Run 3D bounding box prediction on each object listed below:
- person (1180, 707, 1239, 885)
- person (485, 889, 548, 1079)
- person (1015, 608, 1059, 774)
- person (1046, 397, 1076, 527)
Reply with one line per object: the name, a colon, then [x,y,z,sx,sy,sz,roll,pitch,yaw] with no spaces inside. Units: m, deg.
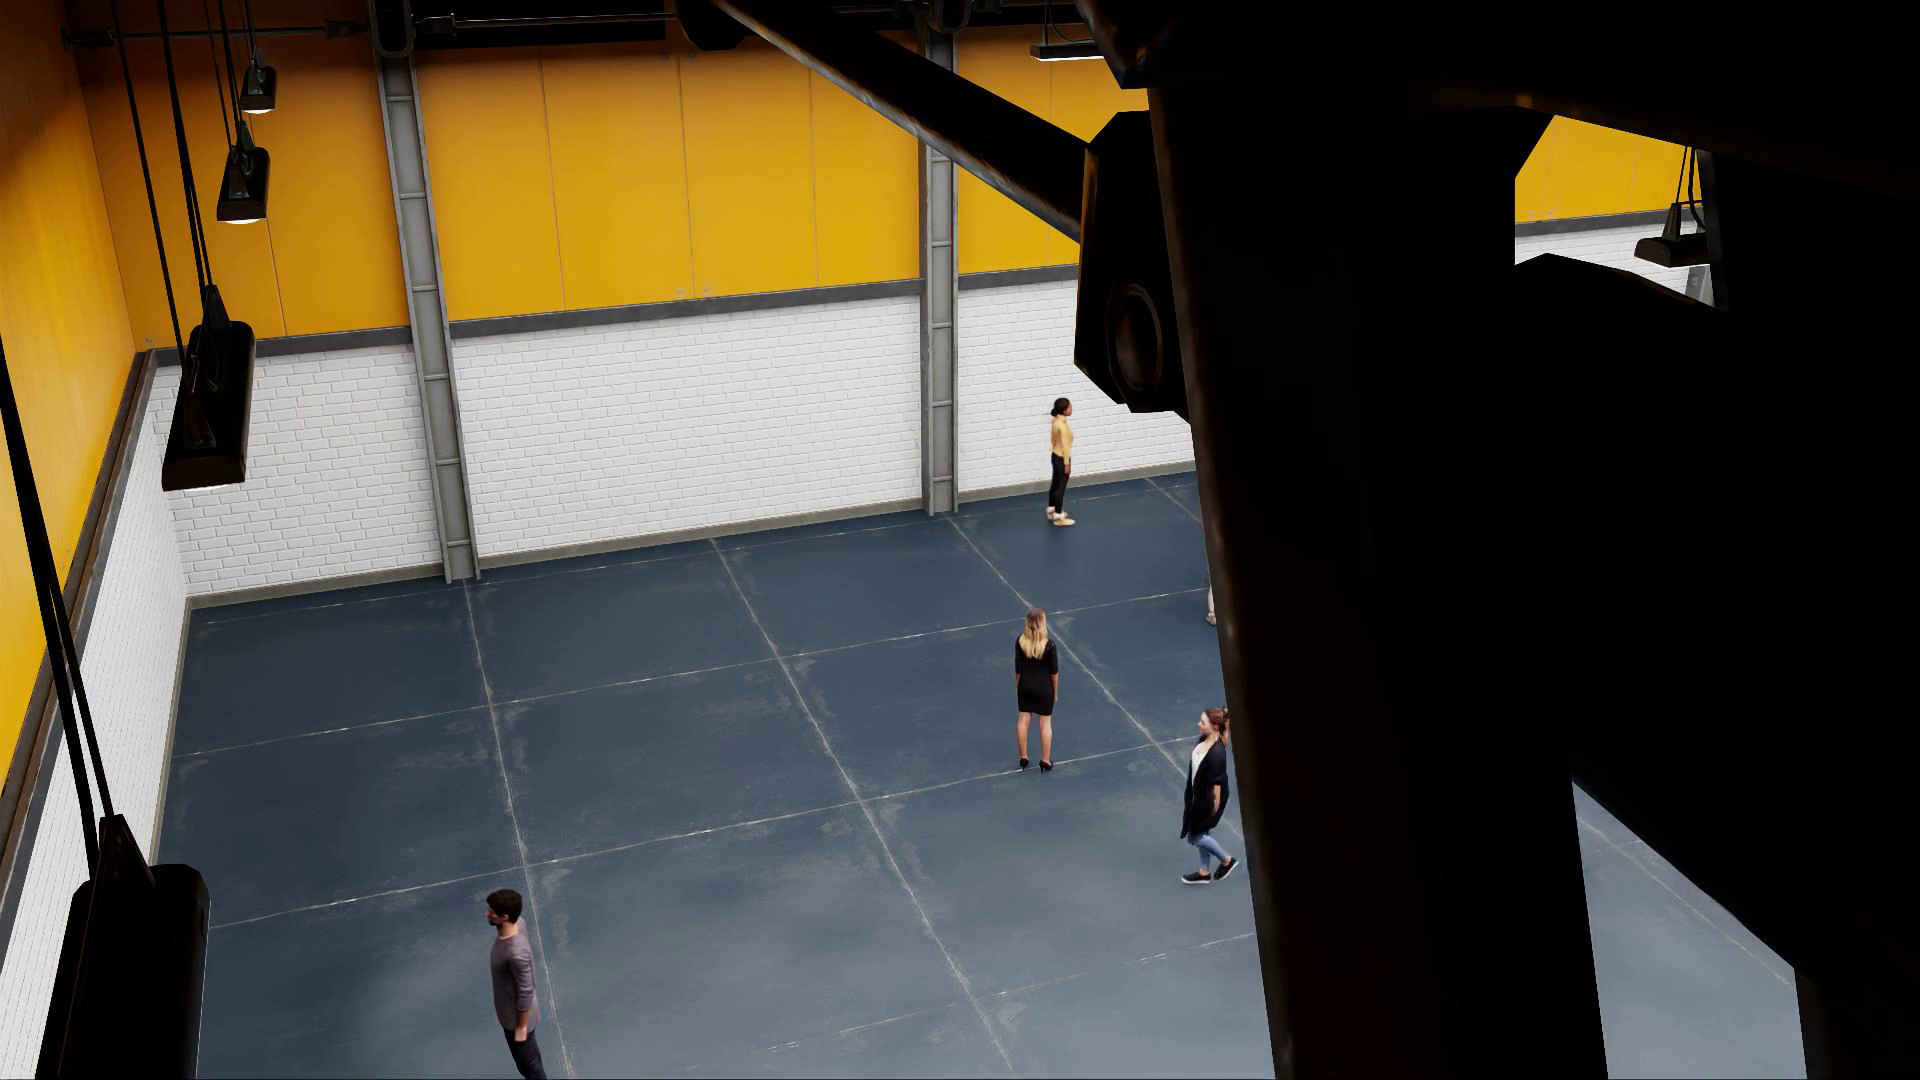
person: [2.121,2.127,13.733,0.836,1.674,0.740,-2,24,-3]
person: [-2.975,3.133,11.208,0.519,1.854,0.670,-9,25,-19]
person: [0.700,1.392,15.410,0.581,1.677,0.667,8,25,17]
person: [1.261,-1.005,20.915,0.553,1.660,0.603,-6,24,-14]
